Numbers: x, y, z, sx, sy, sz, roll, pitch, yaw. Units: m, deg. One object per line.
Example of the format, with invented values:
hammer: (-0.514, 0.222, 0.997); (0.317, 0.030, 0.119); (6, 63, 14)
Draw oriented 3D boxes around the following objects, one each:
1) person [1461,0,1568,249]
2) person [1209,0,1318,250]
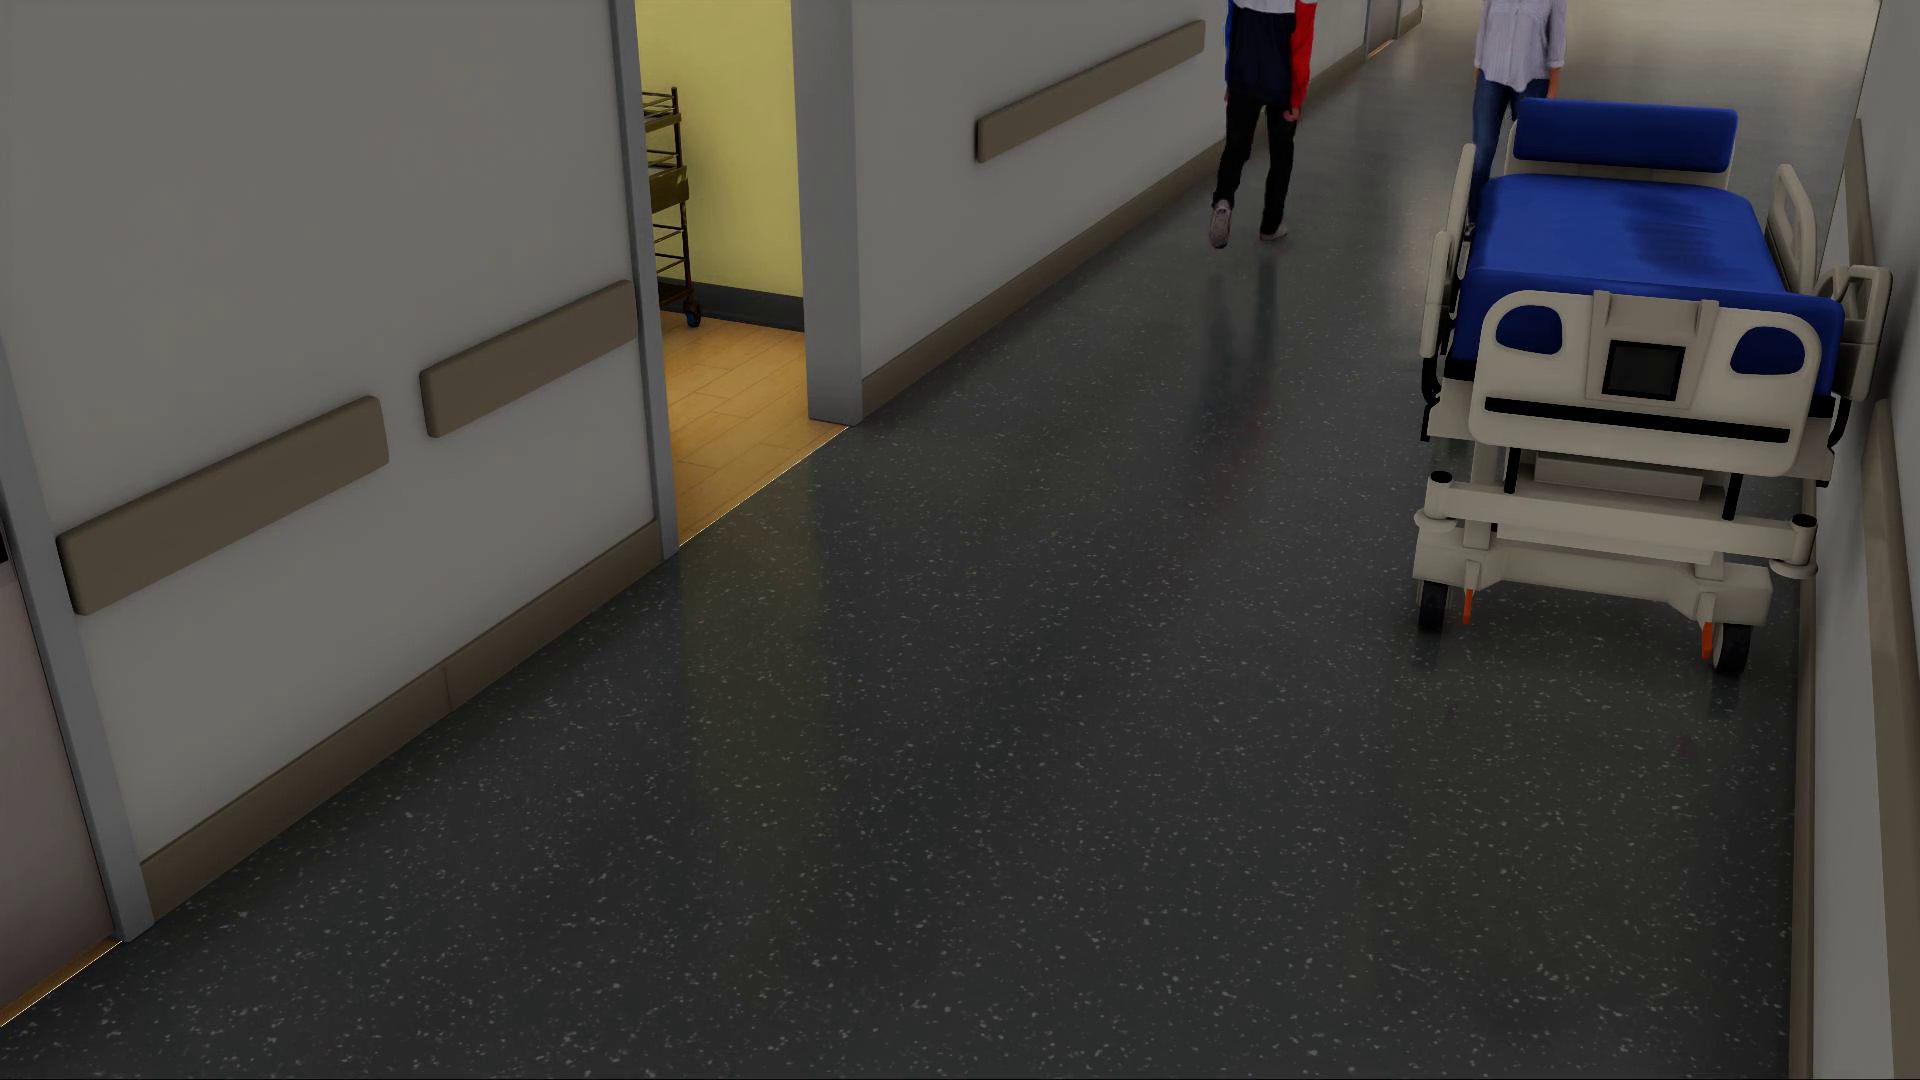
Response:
person: (2.986, -2.446, 8.862); (1.064, 1.690, 0.794); (15, 30, 29)
person: (1.534, -2.337, 8.581); (0.913, 1.737, 0.690); (12, 28, 24)
